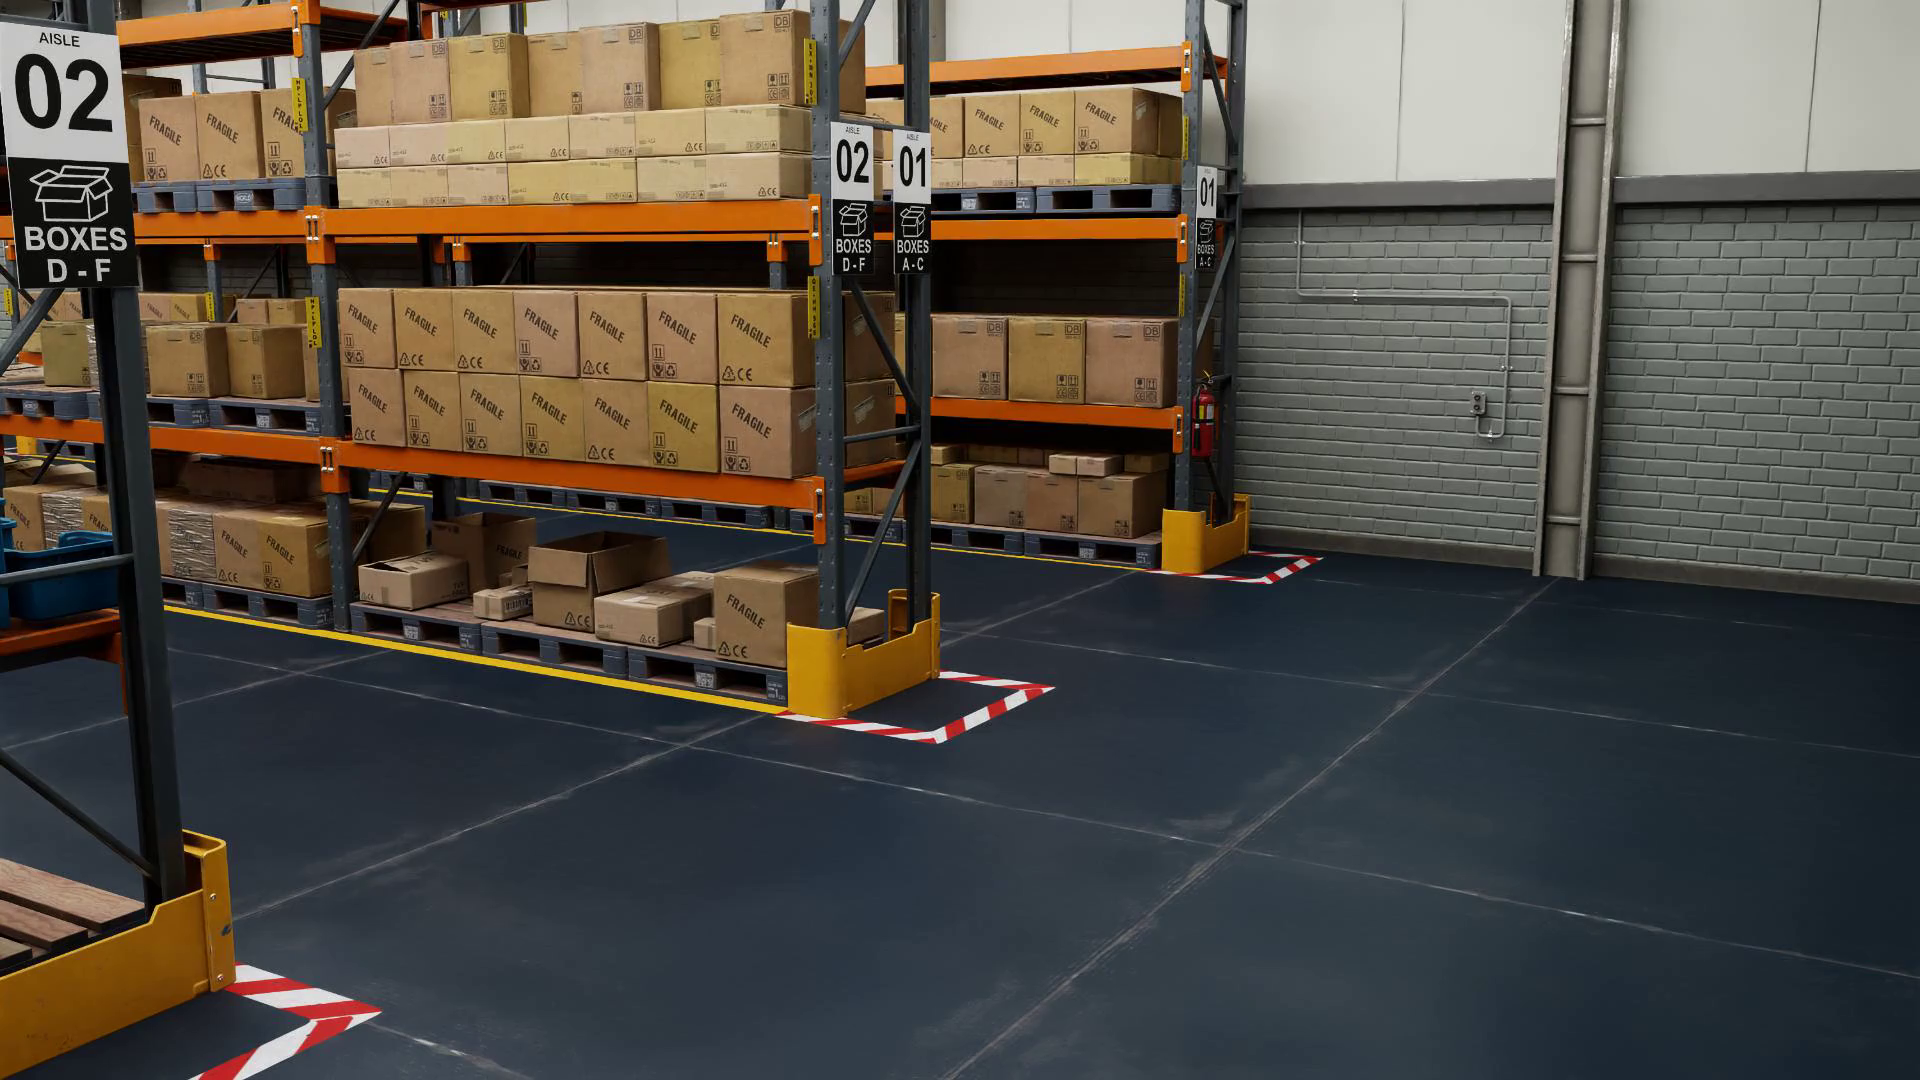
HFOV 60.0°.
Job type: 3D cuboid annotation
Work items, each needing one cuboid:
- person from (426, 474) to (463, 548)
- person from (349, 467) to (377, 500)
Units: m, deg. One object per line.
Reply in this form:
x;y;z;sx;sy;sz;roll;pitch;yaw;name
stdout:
-4.391;-0.816;14.057;1.044;1.935;0.630;9;13;41;person
-5.145;-0.758;13.909;0.604;1.863;1.031;-5;11;-29;person
